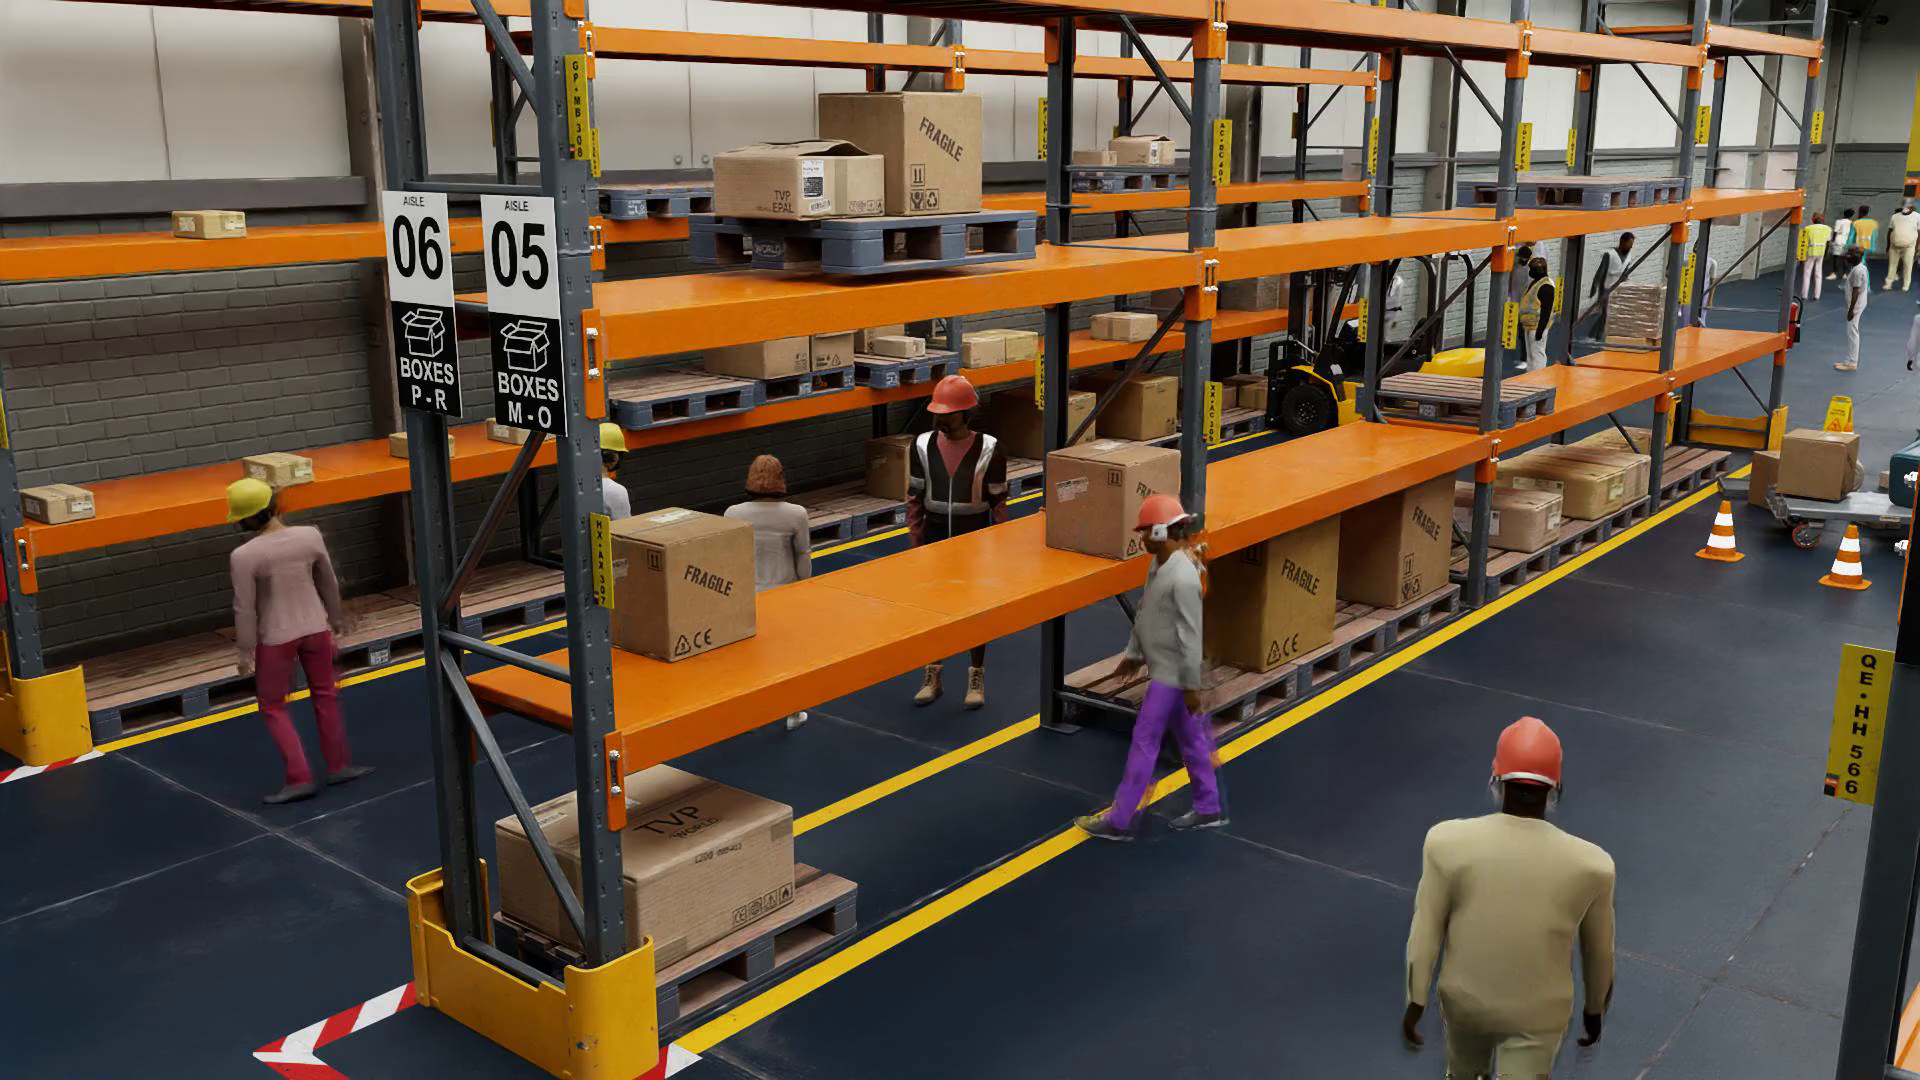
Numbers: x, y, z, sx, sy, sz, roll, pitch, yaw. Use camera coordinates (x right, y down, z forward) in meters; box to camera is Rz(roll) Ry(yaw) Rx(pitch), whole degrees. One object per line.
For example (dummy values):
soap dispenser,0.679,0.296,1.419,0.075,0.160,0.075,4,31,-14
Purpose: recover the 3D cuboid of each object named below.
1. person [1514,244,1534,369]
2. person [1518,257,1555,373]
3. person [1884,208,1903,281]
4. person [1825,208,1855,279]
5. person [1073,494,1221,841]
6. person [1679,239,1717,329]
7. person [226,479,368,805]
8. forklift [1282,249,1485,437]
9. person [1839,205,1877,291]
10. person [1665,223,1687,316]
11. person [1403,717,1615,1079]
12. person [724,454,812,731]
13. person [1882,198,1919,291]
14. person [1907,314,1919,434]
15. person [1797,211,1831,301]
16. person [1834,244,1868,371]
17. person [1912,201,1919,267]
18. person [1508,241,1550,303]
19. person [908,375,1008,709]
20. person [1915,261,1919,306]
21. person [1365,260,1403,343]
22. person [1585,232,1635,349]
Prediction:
person,8.300,-3.454,24.580,0.378,1.831,0.705,1,14,4
person,7.569,-2.802,21.903,0.430,1.838,0.619,1,14,4
person,21.972,-6.920,38.973,0.366,1.685,0.539,3,14,13
person,20.841,-6.996,39.342,0.666,1.663,0.322,-2,14,-7
person,0.935,0.626,8.214,0.853,1.695,0.558,-1,14,-2
person,11.310,-3.709,25.573,0.516,1.844,0.332,10,17,35
person,-3.444,0.507,8.686,0.297,1.725,0.681,13,19,43
forklift,4.886,-2.214,18.767,2.313,2.155,1.214,11,18,38
person,19.647,-6.350,36.280,0.606,1.877,0.984,-4,14,-14
person,13.489,-5.142,31.388,0.511,1.864,0.324,-10,17,-36
person,1.713,1.362,5.179,0.594,1.710,0.870,6,15,22
person,-1.106,0.311,9.644,0.501,1.632,0.279,-1,14,-2
person,20.733,-6.511,36.578,0.688,2.000,0.536,13,19,42
person,11.322,-2.096,19.307,0.566,1.695,0.896,5,15,21
person,17.616,-5.839,34.279,0.565,1.834,0.392,0,14,-2
person,13.052,-3.391,24.310,0.349,1.837,0.502,7,15,26
person,24.830,-8.073,42.932,0.616,2.041,0.380,8,16,31
person,9.185,-4.131,26.887,0.688,2.000,0.537,0,14,0
person,-0.022,0.020,9.989,0.609,2.040,0.395,4,14,15
person,19.163,-5.418,32.525,0.658,1.855,1.022,-3,14,-10
person,5.881,-3.133,23.322,0.609,1.803,0.456,-1,14,-4
person,10.439,-3.989,26.671,0.635,1.865,0.554,-9,16,-33
